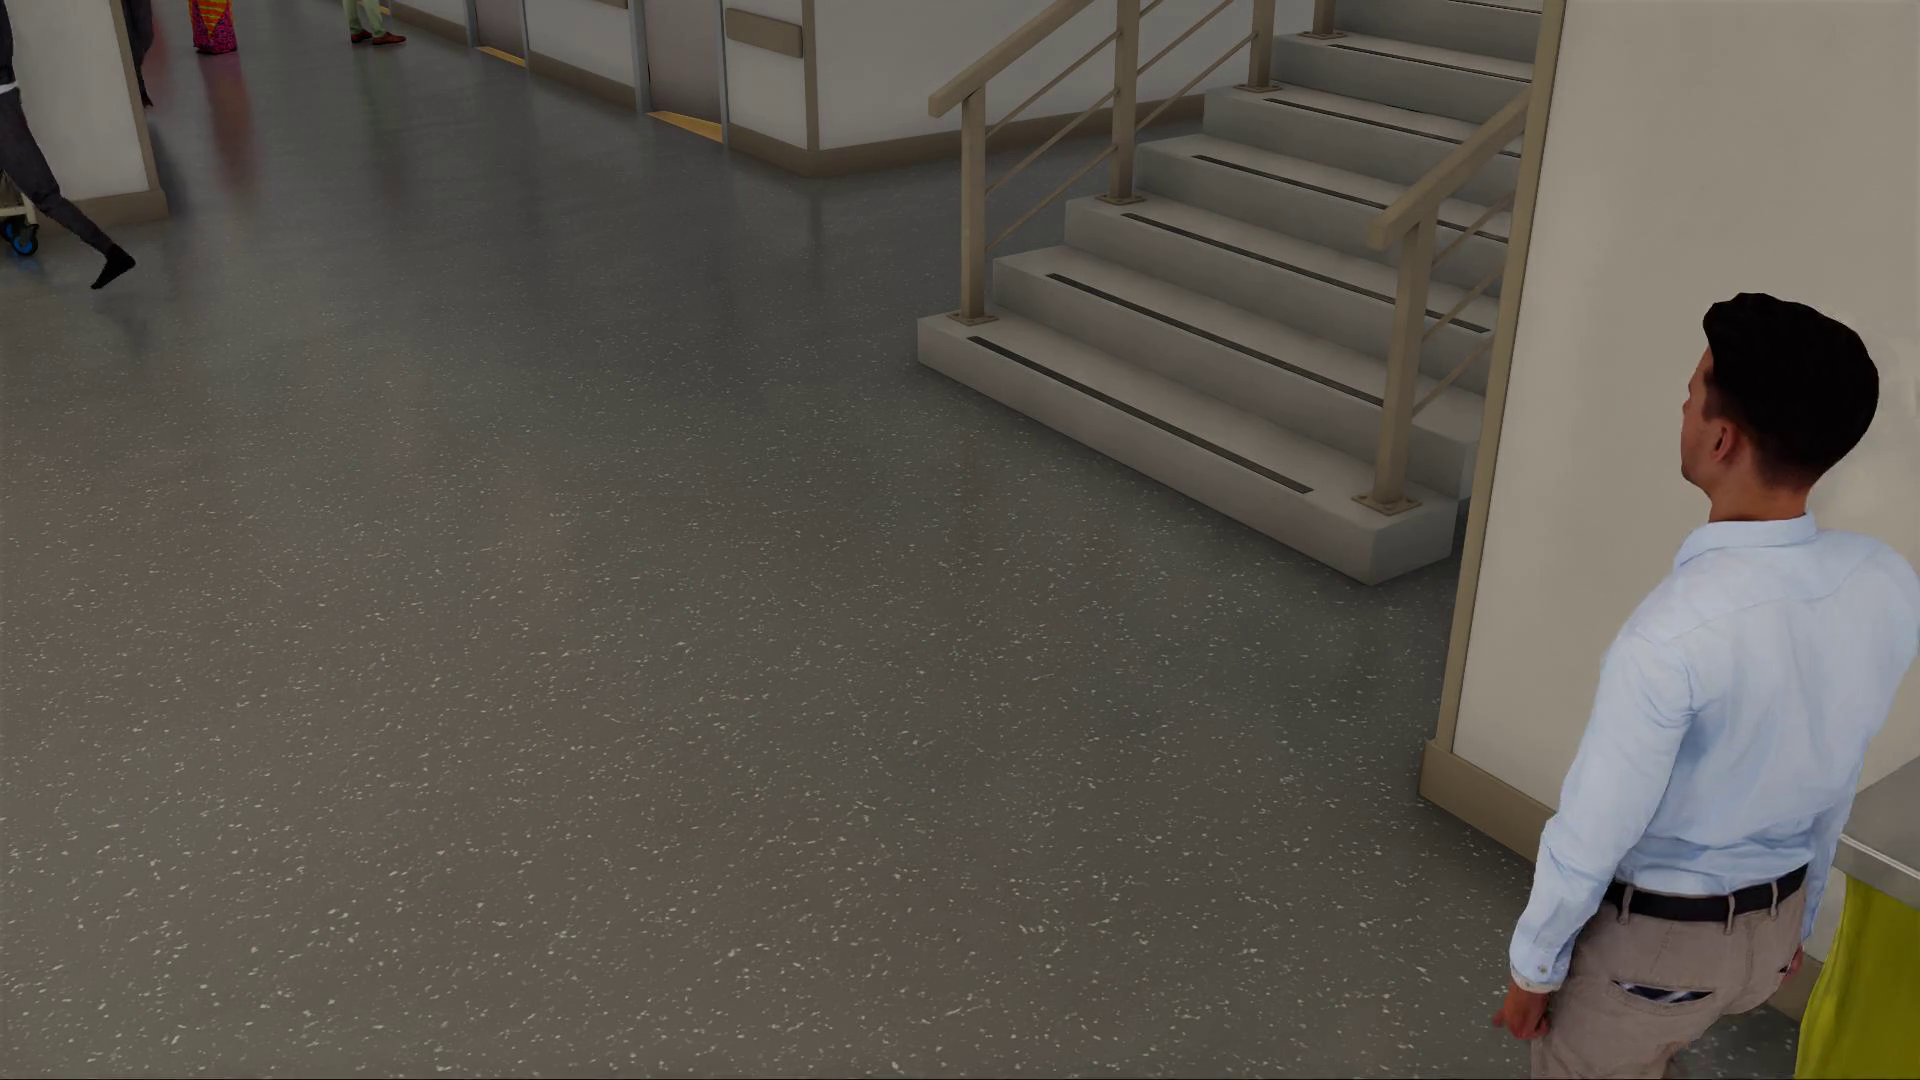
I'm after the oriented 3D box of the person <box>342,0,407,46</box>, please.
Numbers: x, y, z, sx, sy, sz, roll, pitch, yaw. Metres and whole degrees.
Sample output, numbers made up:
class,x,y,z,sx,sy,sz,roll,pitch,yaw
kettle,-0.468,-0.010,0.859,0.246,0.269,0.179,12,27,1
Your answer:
class,x,y,z,sx,sy,sz,roll,pitch,yaw
person,-5.279,-5.295,14.473,0.761,1.868,0.740,16,30,30

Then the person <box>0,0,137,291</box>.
class,x,y,z,sx,sy,sz,roll,pitch,yaw
person,-4.371,-1.944,7.678,1.203,1.735,0.872,-6,26,-13

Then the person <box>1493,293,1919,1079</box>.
class,x,y,z,sx,sy,sz,roll,pitch,yaw
person,1.040,0.592,2.310,0.783,1.830,0.779,-12,28,-23

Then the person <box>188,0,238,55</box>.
class,x,y,z,sx,sy,sz,roll,pitch,yaw
person,-6.489,-5.019,14.111,0.701,1.686,0.687,-11,28,-22
